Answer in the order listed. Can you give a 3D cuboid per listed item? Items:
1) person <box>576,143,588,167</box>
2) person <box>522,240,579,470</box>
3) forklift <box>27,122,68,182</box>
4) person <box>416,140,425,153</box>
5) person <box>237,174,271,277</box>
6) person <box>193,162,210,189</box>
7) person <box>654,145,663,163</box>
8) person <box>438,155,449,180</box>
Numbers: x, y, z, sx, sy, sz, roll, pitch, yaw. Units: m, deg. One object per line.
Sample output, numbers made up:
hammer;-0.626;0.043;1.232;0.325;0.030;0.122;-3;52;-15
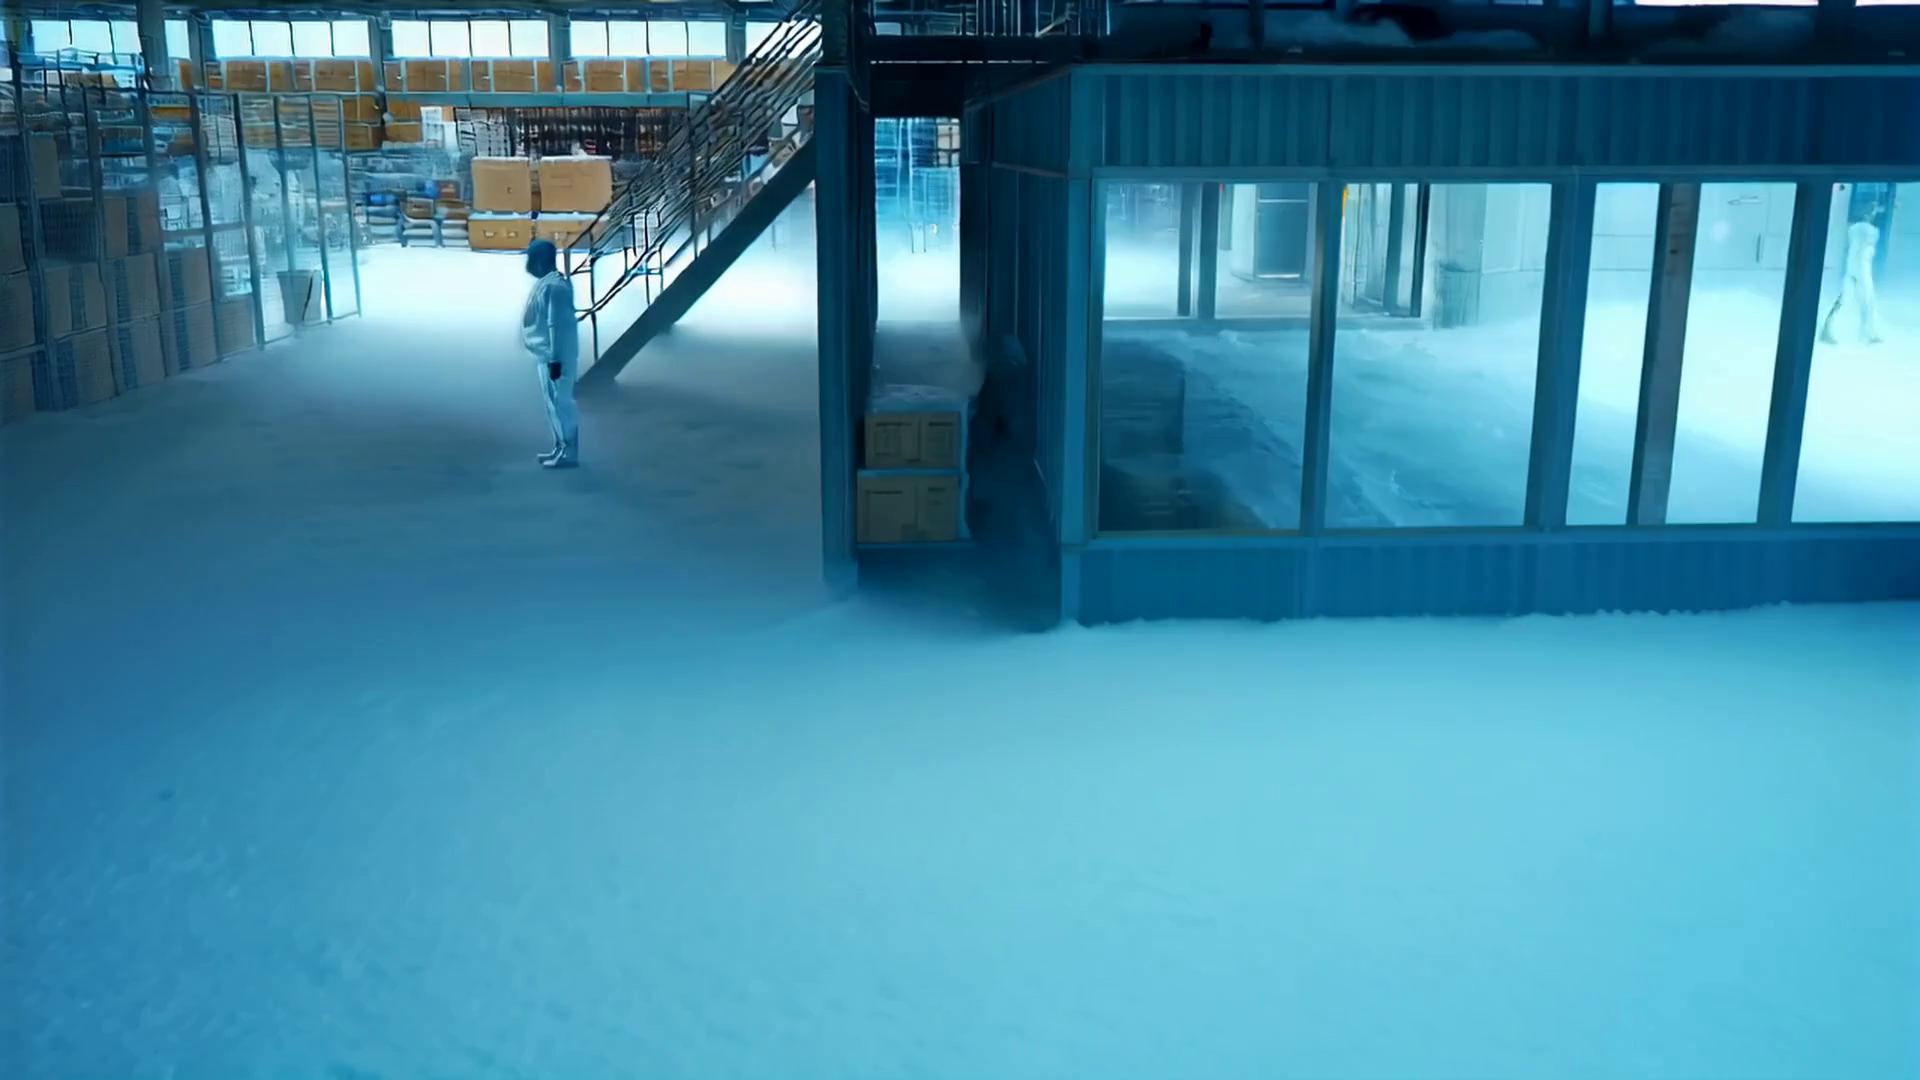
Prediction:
person;-17.021;-17.048;75.473;0.738;1.884;0.678;2;14;8
person;-3.300;-1.489;13.423;0.431;1.836;0.619;-7;16;-25
forklift;-35.376;-14.773;64.377;1.129;2.768;1.873;-1;14;-2
person;-26.754;-18.823;82.381;0.517;1.980;0.644;-5;15;-19
person;-12.843;-5.713;30.239;0.506;1.862;0.331;-9;17;-32
person;-23.941;-11.238;52.709;0.542;1.670;0.753;0;14;1
person;-13.282;-16.444;73.181;0.403;1.832;0.593;-2;14;-6
person;-17.220;-11.976;55.526;0.369;1.735;0.540;-13;19;-41
